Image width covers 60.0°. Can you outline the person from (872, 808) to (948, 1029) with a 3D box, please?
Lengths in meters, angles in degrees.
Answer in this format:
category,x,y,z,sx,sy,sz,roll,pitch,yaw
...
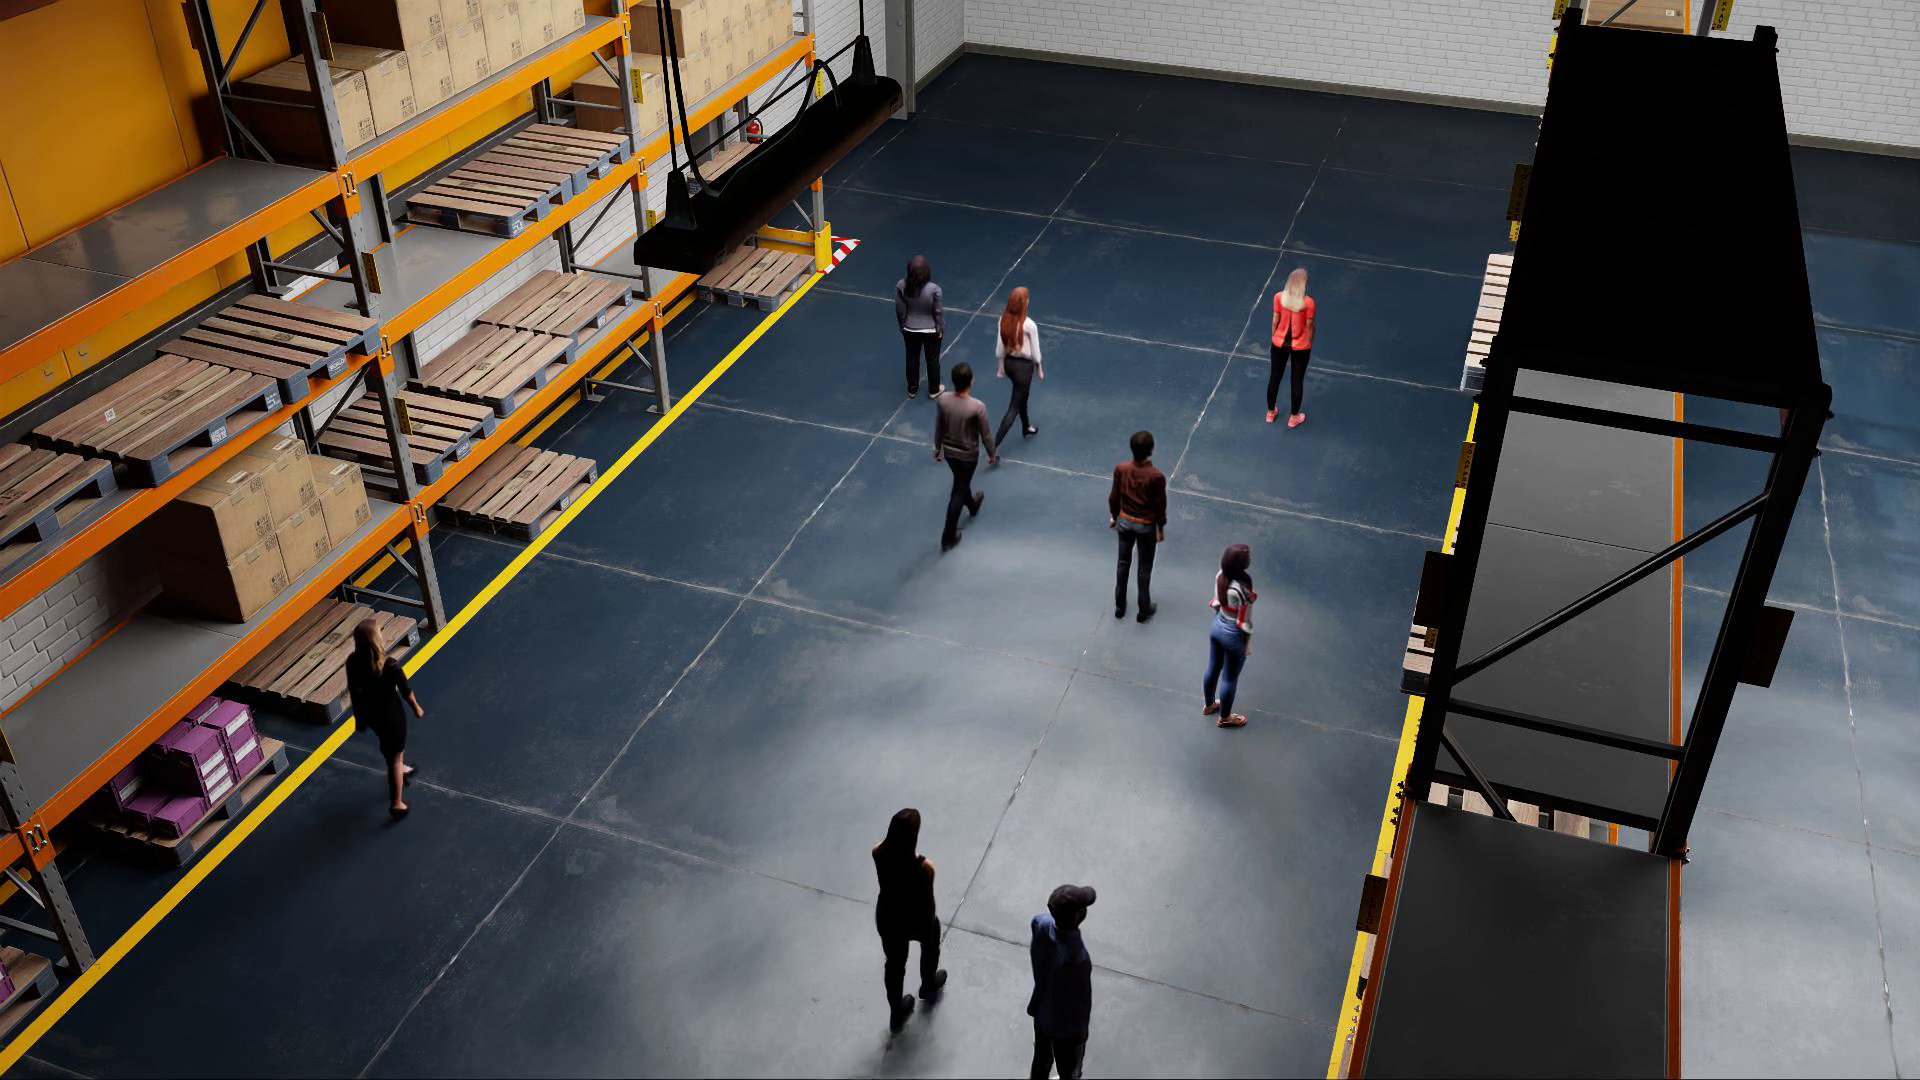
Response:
category,x,y,z,sx,sy,sz,roll,pitch,yaw
person,-0.380,2.371,10.202,0.582,1.674,0.730,12,35,17

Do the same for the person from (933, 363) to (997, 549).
category,x,y,z,sx,sy,sz,roll,pitch,yaw
person,-0.041,-0.714,14.788,1.101,1.735,0.813,12,35,17

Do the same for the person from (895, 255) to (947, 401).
category,x,y,z,sx,sy,sz,roll,pitch,yaw
person,-0.391,-2.201,17.149,0.676,1.597,0.665,9,35,13

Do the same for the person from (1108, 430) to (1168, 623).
category,x,y,z,sx,sy,sz,roll,pitch,yaw
person,1.471,-0.114,13.842,0.665,1.781,0.555,15,37,22

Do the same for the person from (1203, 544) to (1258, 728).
category,x,y,z,sx,sy,sz,roll,pitch,yaw
person,2.068,0.712,12.752,0.706,1.613,0.652,-15,37,-22

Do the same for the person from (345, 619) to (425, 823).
category,x,y,z,sx,sy,sz,roll,pitch,yaw
person,-4.120,1.319,11.795,0.621,1.662,0.809,7,34,10

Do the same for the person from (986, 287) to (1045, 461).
category,x,y,z,sx,sy,sz,roll,pitch,yaw
person,0.517,-1.568,16.083,0.900,1.724,1.202,27,42,35

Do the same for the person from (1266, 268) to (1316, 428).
category,x,y,z,sx,sy,sz,roll,pitch,yaw
person,3.312,-1.936,16.666,0.619,1.690,0.569,17,37,23

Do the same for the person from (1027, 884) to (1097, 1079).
category,x,y,z,sx,sy,sz,roll,pitch,yaw
person,0.570,2.689,9.532,0.774,1.885,0.738,-19,38,-26
